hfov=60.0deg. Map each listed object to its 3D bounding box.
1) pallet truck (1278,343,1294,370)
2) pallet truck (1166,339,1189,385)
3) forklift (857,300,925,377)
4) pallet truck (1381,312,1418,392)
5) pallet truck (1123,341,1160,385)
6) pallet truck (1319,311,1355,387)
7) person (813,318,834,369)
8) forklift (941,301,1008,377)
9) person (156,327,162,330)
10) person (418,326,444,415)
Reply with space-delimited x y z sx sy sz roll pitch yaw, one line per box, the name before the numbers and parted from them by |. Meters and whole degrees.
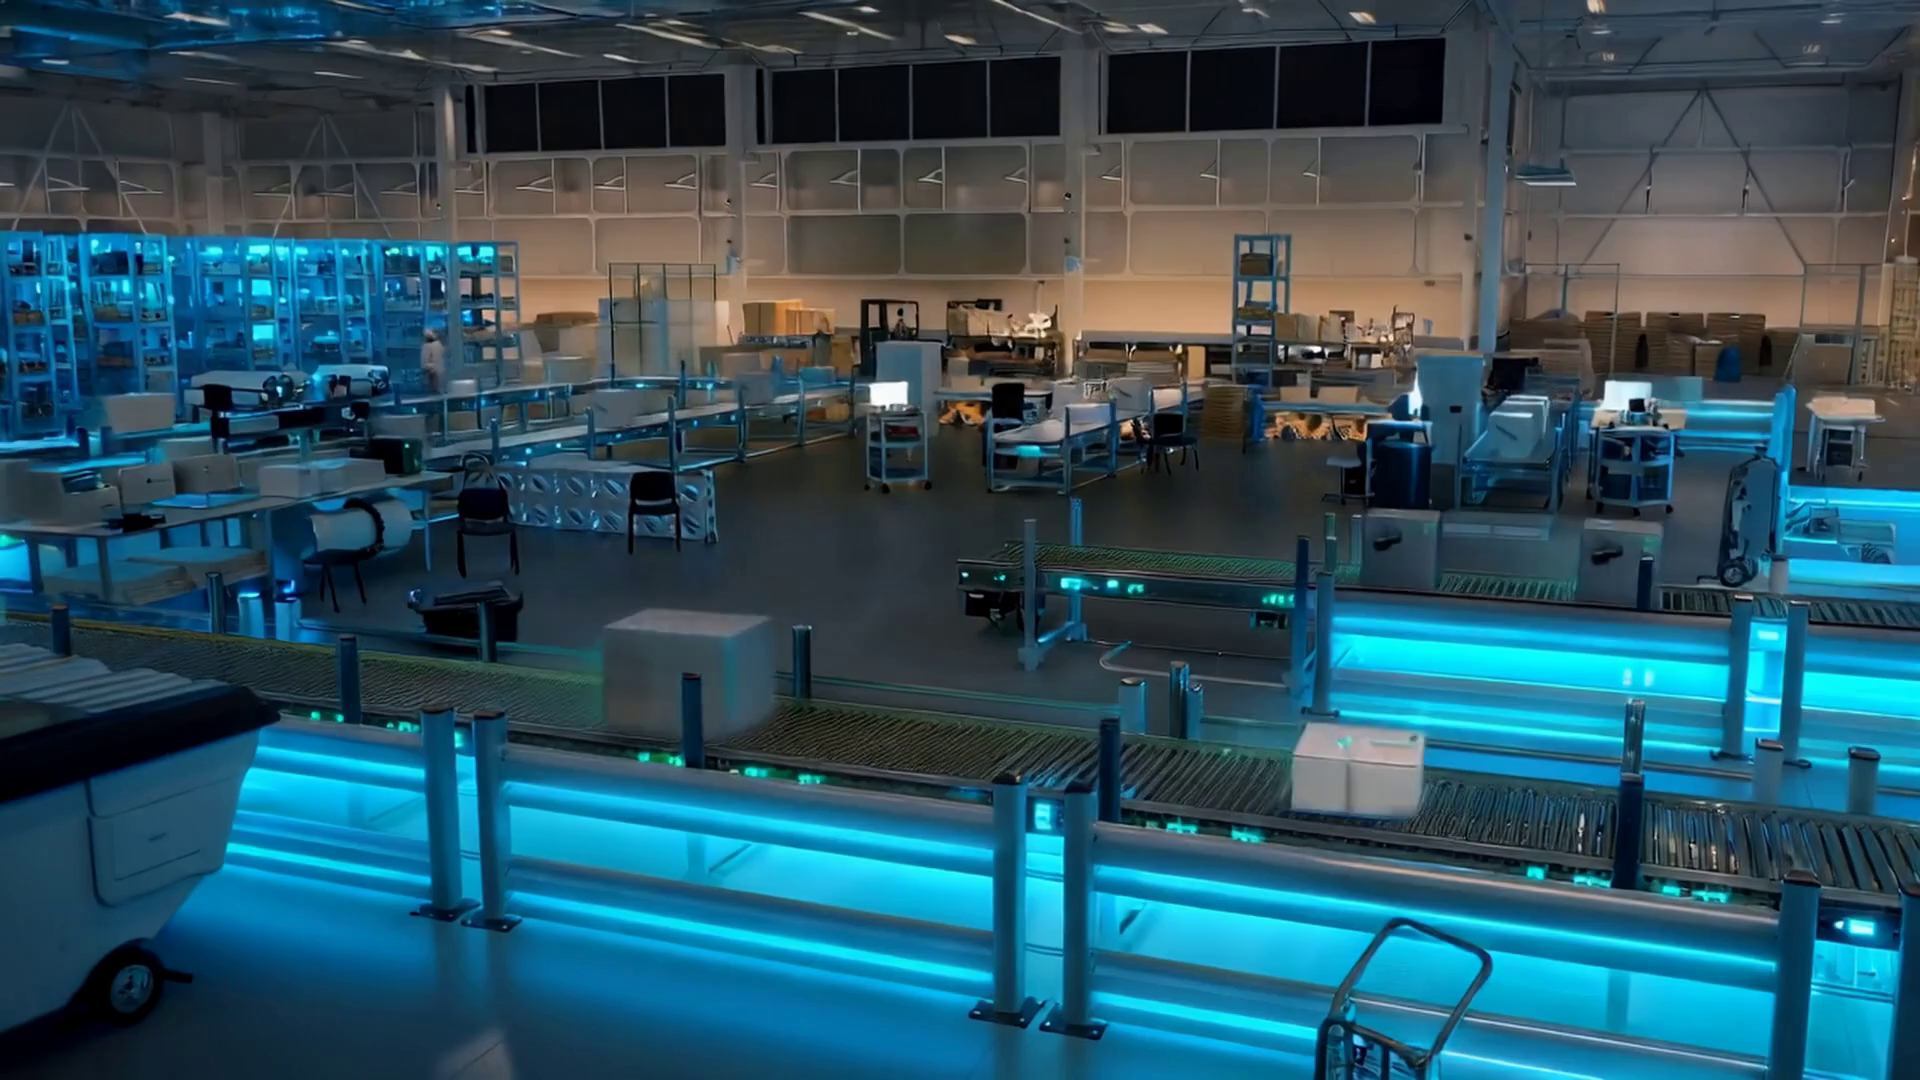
pallet truck | 7.886 -4.163 39.743 0.653 1.274 1.630 4 10 22
pallet truck | 5.418 -4.269 40.420 0.704 1.261 1.522 3 10 20
forklift | -1.732 -5.109 42.468 1.157 1.987 2.680 4 10 22
pallet truck | 10.207 -4.283 38.369 0.823 1.965 1.885 3 10 20
pallet truck | 4.445 -4.380 41.279 0.680 1.201 1.601 4 10 22
pallet truck | 9.071 -4.419 39.190 0.823 1.965 1.885 5 10 26
person | -2.918 -3.949 36.748 0.939 1.864 0.676 -3 10 -18
forklift | 0.365 -4.966 41.571 1.157 1.987 2.680 3 10 20
person | -17.869 -3.996 37.139 0.577 1.831 0.396 -6 11 -34
person | -10.777 -3.452 33.869 0.627 1.817 0.430 5 11 27
